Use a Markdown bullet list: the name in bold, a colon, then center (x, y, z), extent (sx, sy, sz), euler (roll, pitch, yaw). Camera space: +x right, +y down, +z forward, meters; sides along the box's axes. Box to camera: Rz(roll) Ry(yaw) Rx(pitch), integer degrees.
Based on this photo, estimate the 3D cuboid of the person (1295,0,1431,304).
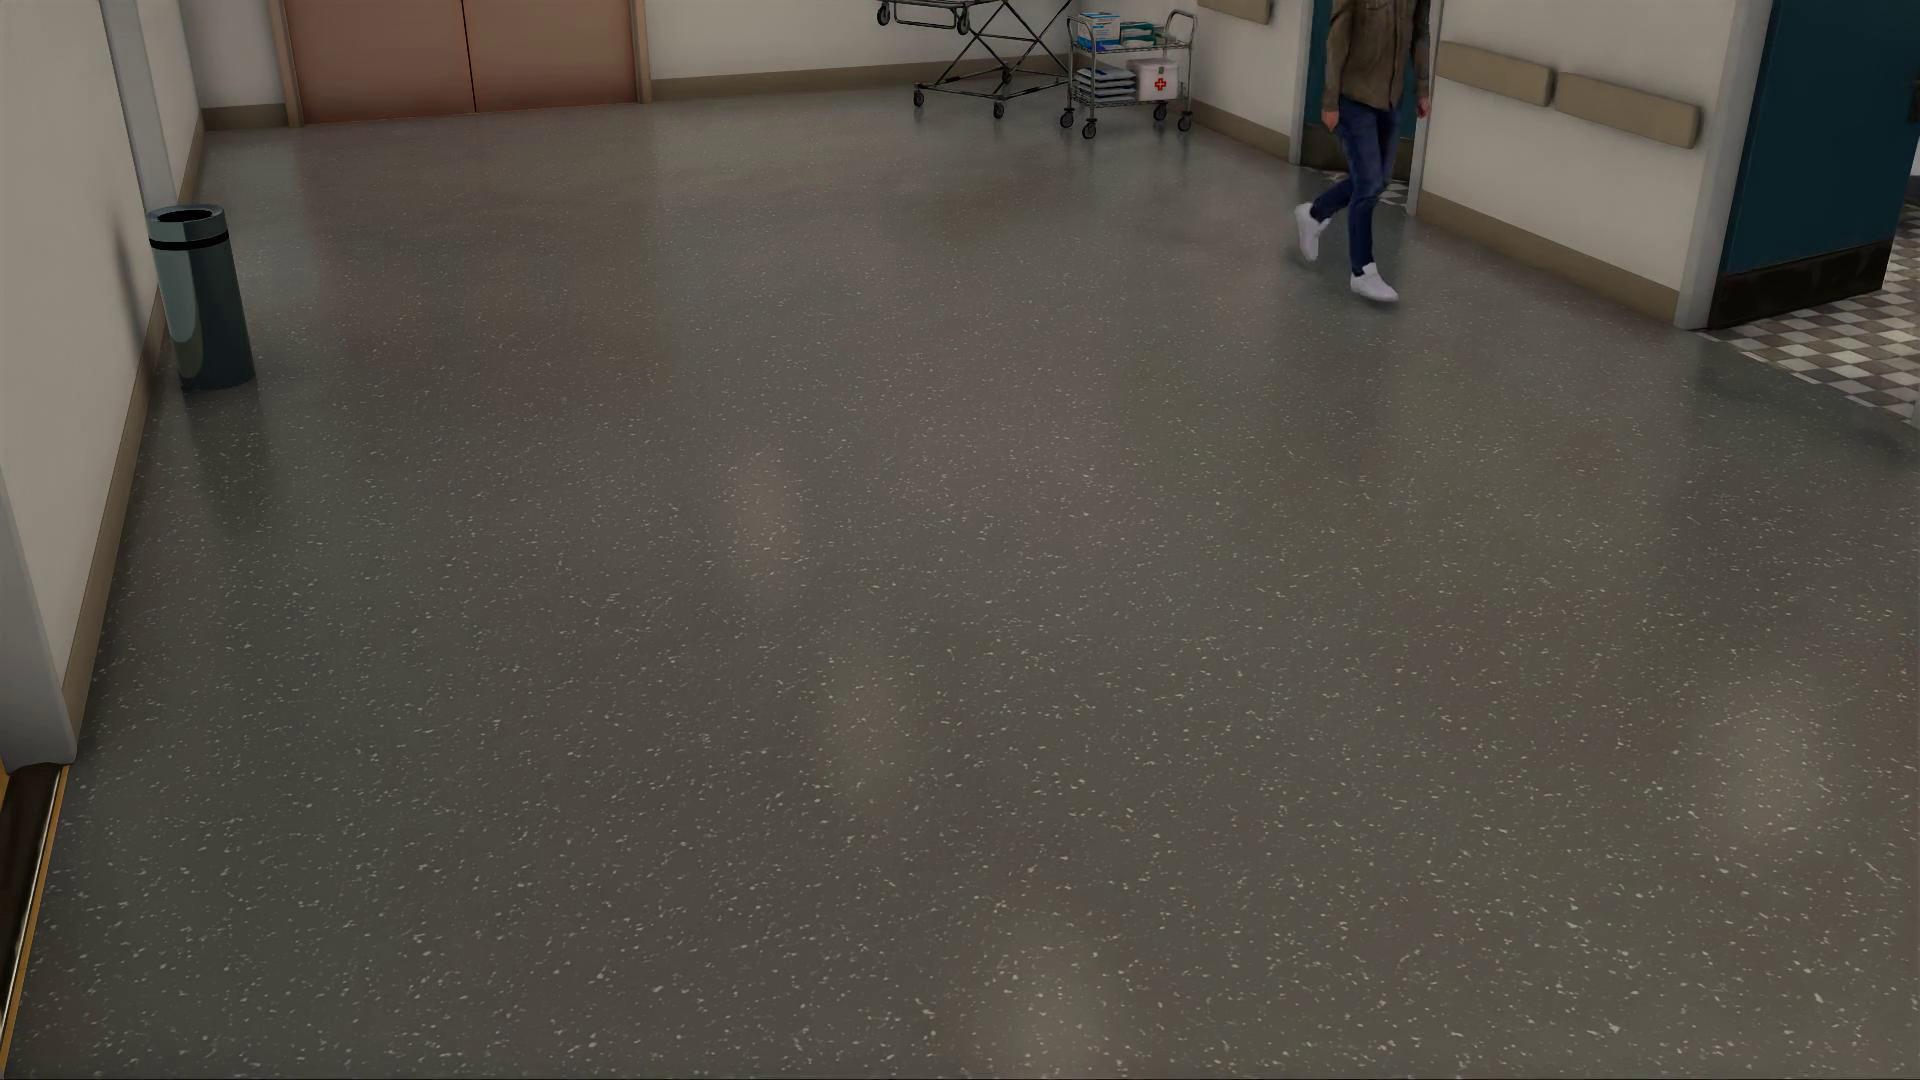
- **person**: center (1.887, -2.098, 7.890), extent (0.817, 1.833, 1.146), euler (-14, 29, -26)
